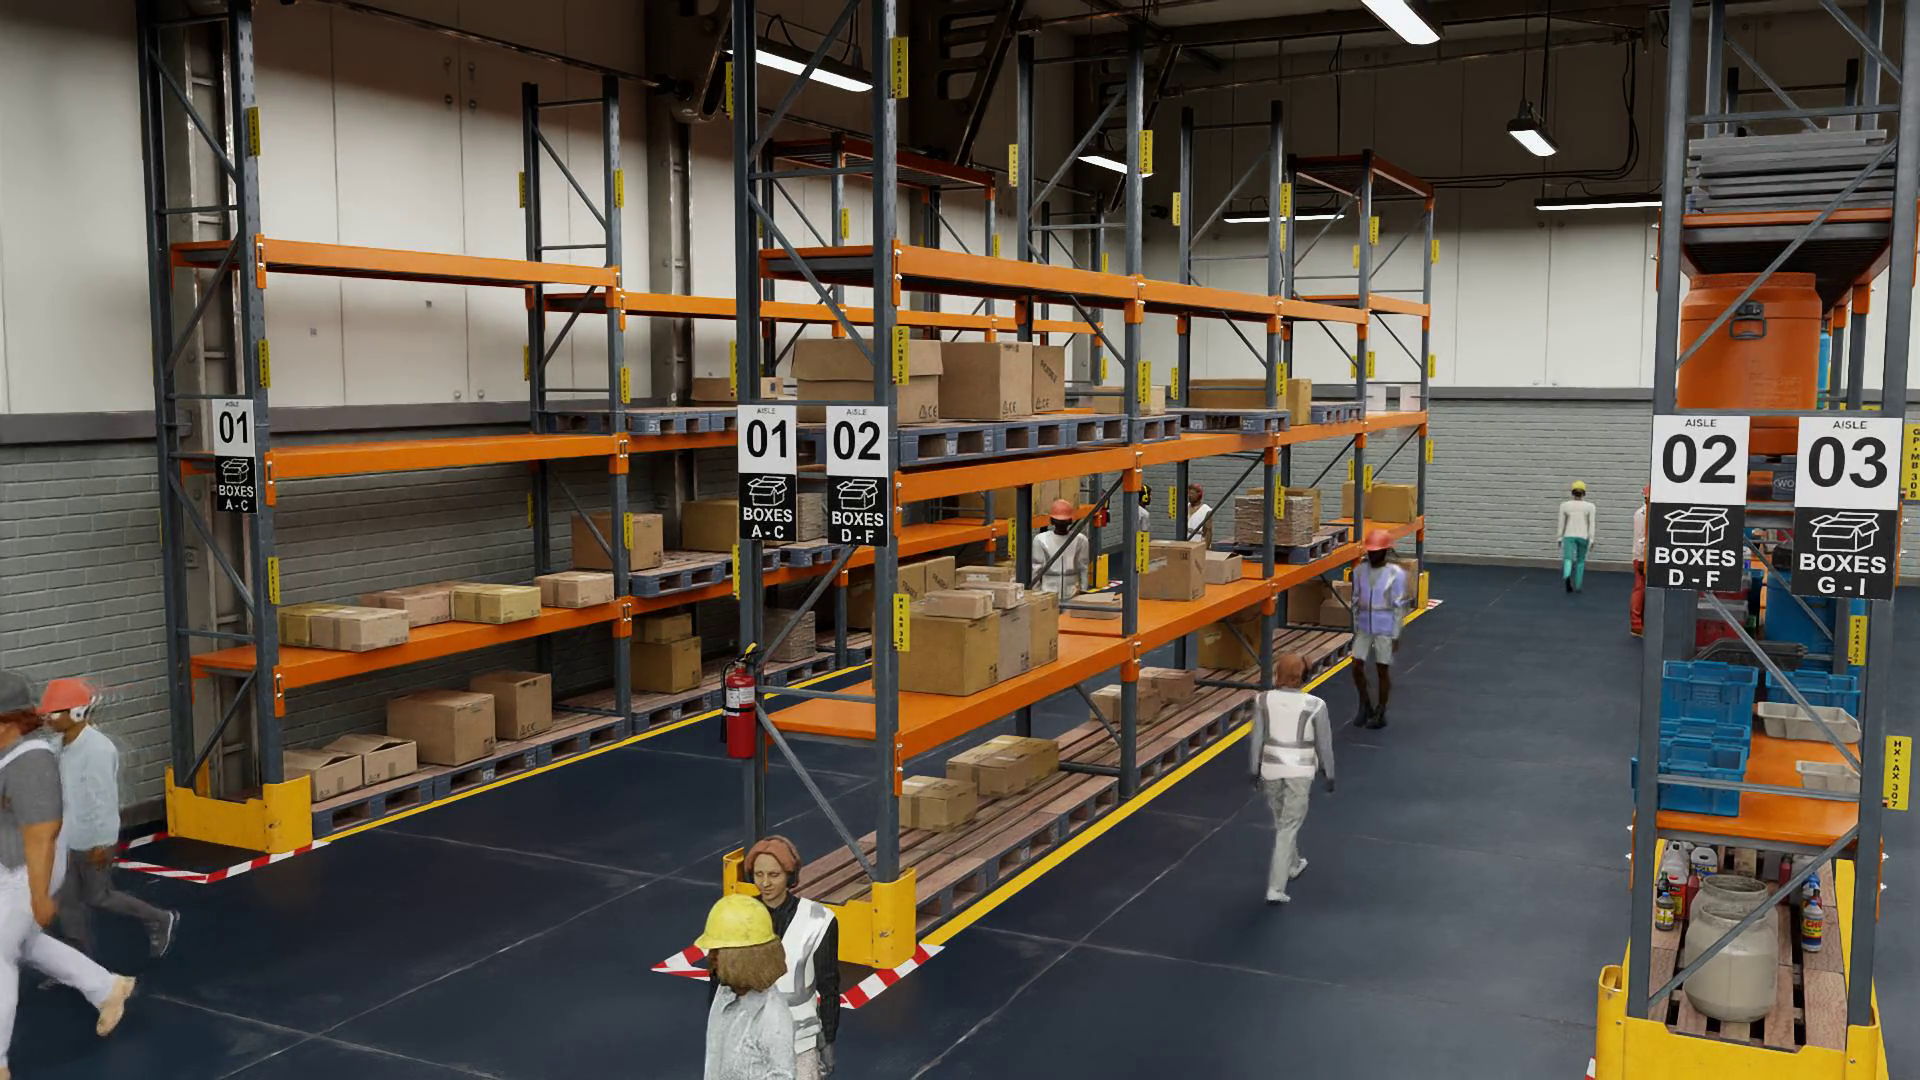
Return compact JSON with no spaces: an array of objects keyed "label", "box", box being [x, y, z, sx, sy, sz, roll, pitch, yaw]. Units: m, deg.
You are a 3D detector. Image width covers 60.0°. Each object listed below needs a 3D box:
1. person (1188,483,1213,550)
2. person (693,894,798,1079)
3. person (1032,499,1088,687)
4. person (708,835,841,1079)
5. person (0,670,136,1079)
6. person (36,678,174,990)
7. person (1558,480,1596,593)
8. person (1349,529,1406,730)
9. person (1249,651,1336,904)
[{"label":"person","box":[3.275,0.131,23.132,0.390,1.850,0.565,-4,7,-37]},{"label":"person","box":[-0.702,2.005,5.417,0.304,1.743,0.494,-4,7,-31]},{"label":"person","box":[1.081,0.579,17.860,0.615,2.038,0.396,0,6,-5]},{"label":"person","box":[-0.718,1.950,6.456,0.515,1.641,0.309,0,6,3]},{"label":"person","box":[-4.536,1.582,8.105,0.854,2.000,0.686,-4,7,-36]},{"label":"person","box":[-4.828,1.609,9.318,0.564,1.731,0.616,4,7,32]},{"label":"person","box":[9.370,-0.035,25.294,0.537,1.745,0.648,3,6,24]},{"label":"person","box":[3.928,0.852,15.766,0.548,1.922,0.463,5,8,39]},{"label":"person","box":[2.160,1.526,10.830,0.534,1.589,0.888,4,7,36]}]
